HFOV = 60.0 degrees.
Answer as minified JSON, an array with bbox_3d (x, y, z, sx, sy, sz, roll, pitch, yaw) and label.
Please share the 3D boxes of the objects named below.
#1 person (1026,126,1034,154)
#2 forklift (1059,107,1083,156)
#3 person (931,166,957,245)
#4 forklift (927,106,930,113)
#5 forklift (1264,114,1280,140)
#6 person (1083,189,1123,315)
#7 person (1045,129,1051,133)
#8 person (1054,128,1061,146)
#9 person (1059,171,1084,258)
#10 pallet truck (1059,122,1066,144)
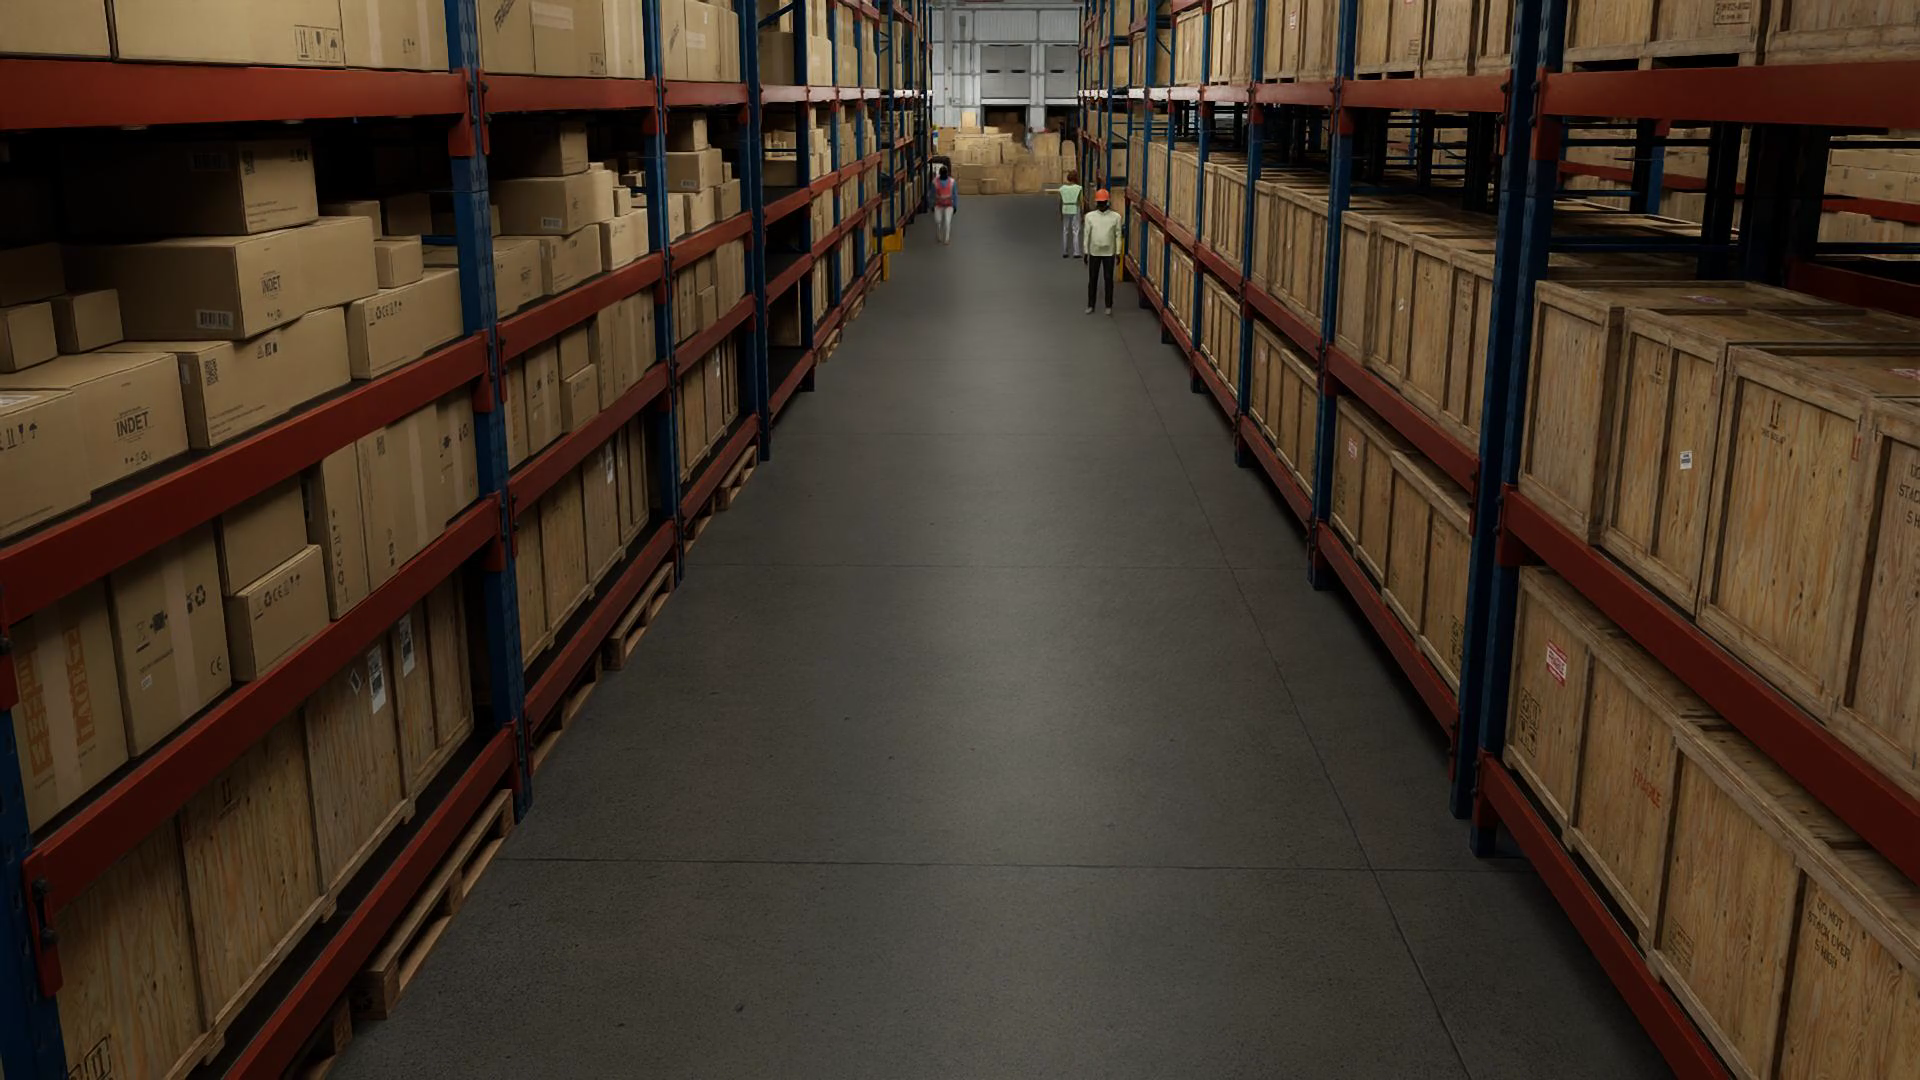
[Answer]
[{"bbox_3d":[3.591,-19.860,83.610,0.716,1.866,0.591,-9,17,-30],"label":"person"},{"bbox_3d":[5.327,-18.690,77.331,1.129,2.768,1.873,-7,17,-25],"label":"forklift"},{"bbox_3d":[-0.370,-7.790,38.772,0.629,1.823,0.562,0,15,1],"label":"person"},{"bbox_3d":[-2.001,-20.667,84.687,1.129,2.768,1.873,0,15,2],"label":"forklift"},{"bbox_3d":[11.031,-14.038,60.023,1.129,2.768,1.873,0,15,2],"label":"forklift"},{"bbox_3d":[2.287,-4.587,26.550,0.651,1.990,0.459,4,16,15],"label":"person"},{"bbox_3d":[4.064,-17.890,76.261,0.962,1.865,0.578,1,15,5],"label":"person"},{"bbox_3d":[4.451,-18.248,77.585,0.638,1.871,1.068,-9,17,-30],"label":"person"},{"bbox_3d":[2.391,-6.975,35.705,0.567,1.846,0.389,7,17,25],"label":"person"},{"bbox_3d":[5.788,-21.111,88.014,1.885,1.965,0.823,5,16,18],"label":"pallet truck"}]
